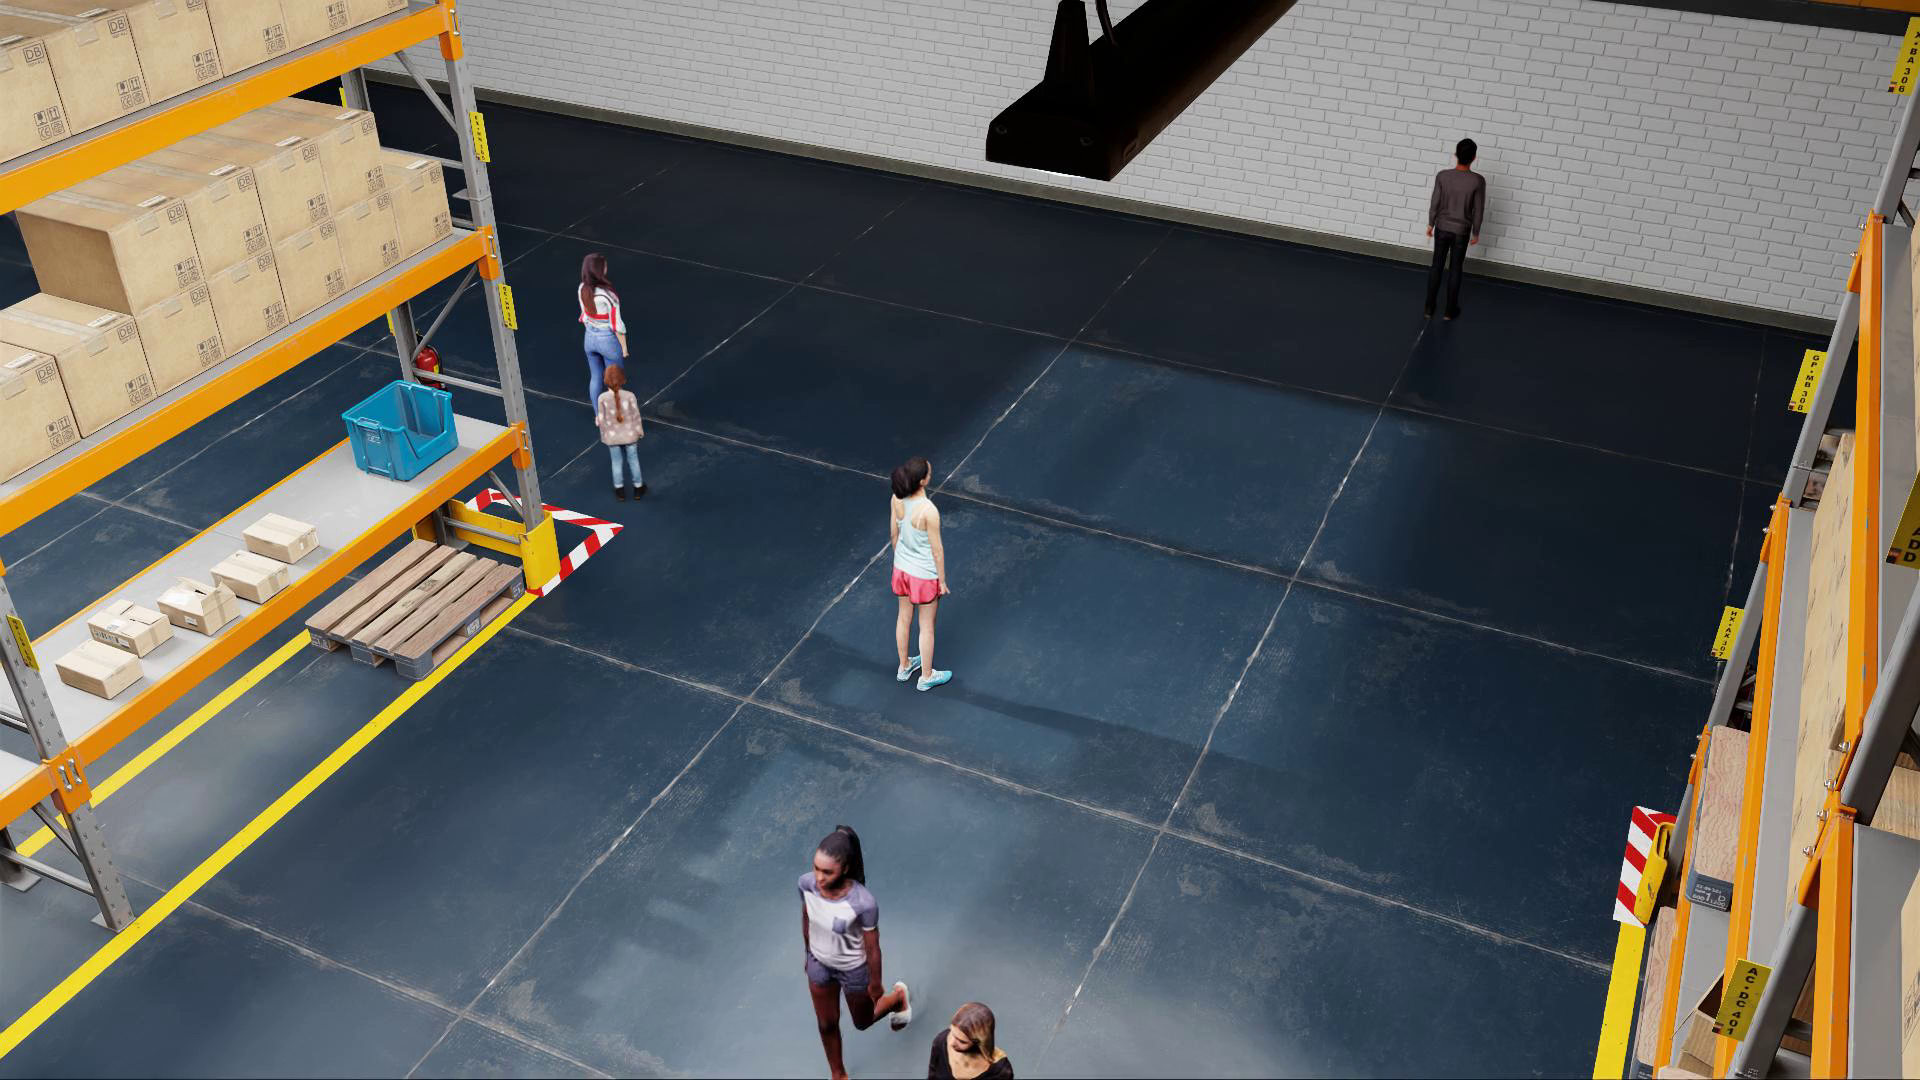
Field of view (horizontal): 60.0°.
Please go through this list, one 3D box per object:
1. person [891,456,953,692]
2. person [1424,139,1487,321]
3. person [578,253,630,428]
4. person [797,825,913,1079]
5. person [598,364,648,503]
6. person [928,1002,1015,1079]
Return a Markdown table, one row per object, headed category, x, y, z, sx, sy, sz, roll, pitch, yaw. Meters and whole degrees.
| category | x | y | z | sx | sy | sz | roll | pitch | yaw |
| --- | --- | --- | --- | --- | --- | --- | --- | --- | --- |
| person | -0.281 | 0.212 | 11.118 | 0.653 | 1.764 | 0.637 | 26 | 41 | 33 |
| person | 4.700 | -2.961 | 15.889 | 0.504 | 1.766 | 0.648 | 14 | 36 | 21 |
| person | -3.030 | -1.676 | 14.097 | 0.597 | 1.610 | 0.505 | 17 | 37 | 23 |
| person | -0.539 | 2.086 | 8.348 | 0.661 | 1.709 | 0.970 | 18 | 38 | 25 |
| person | -2.698 | -0.852 | 13.234 | 0.560 | 1.194 | 0.594 | -5 | 34 | -8 |
| person | 0.050 | 2.660 | 7.514 | 0.557 | 1.676 | 0.473 | 16 | 37 | 23 |
